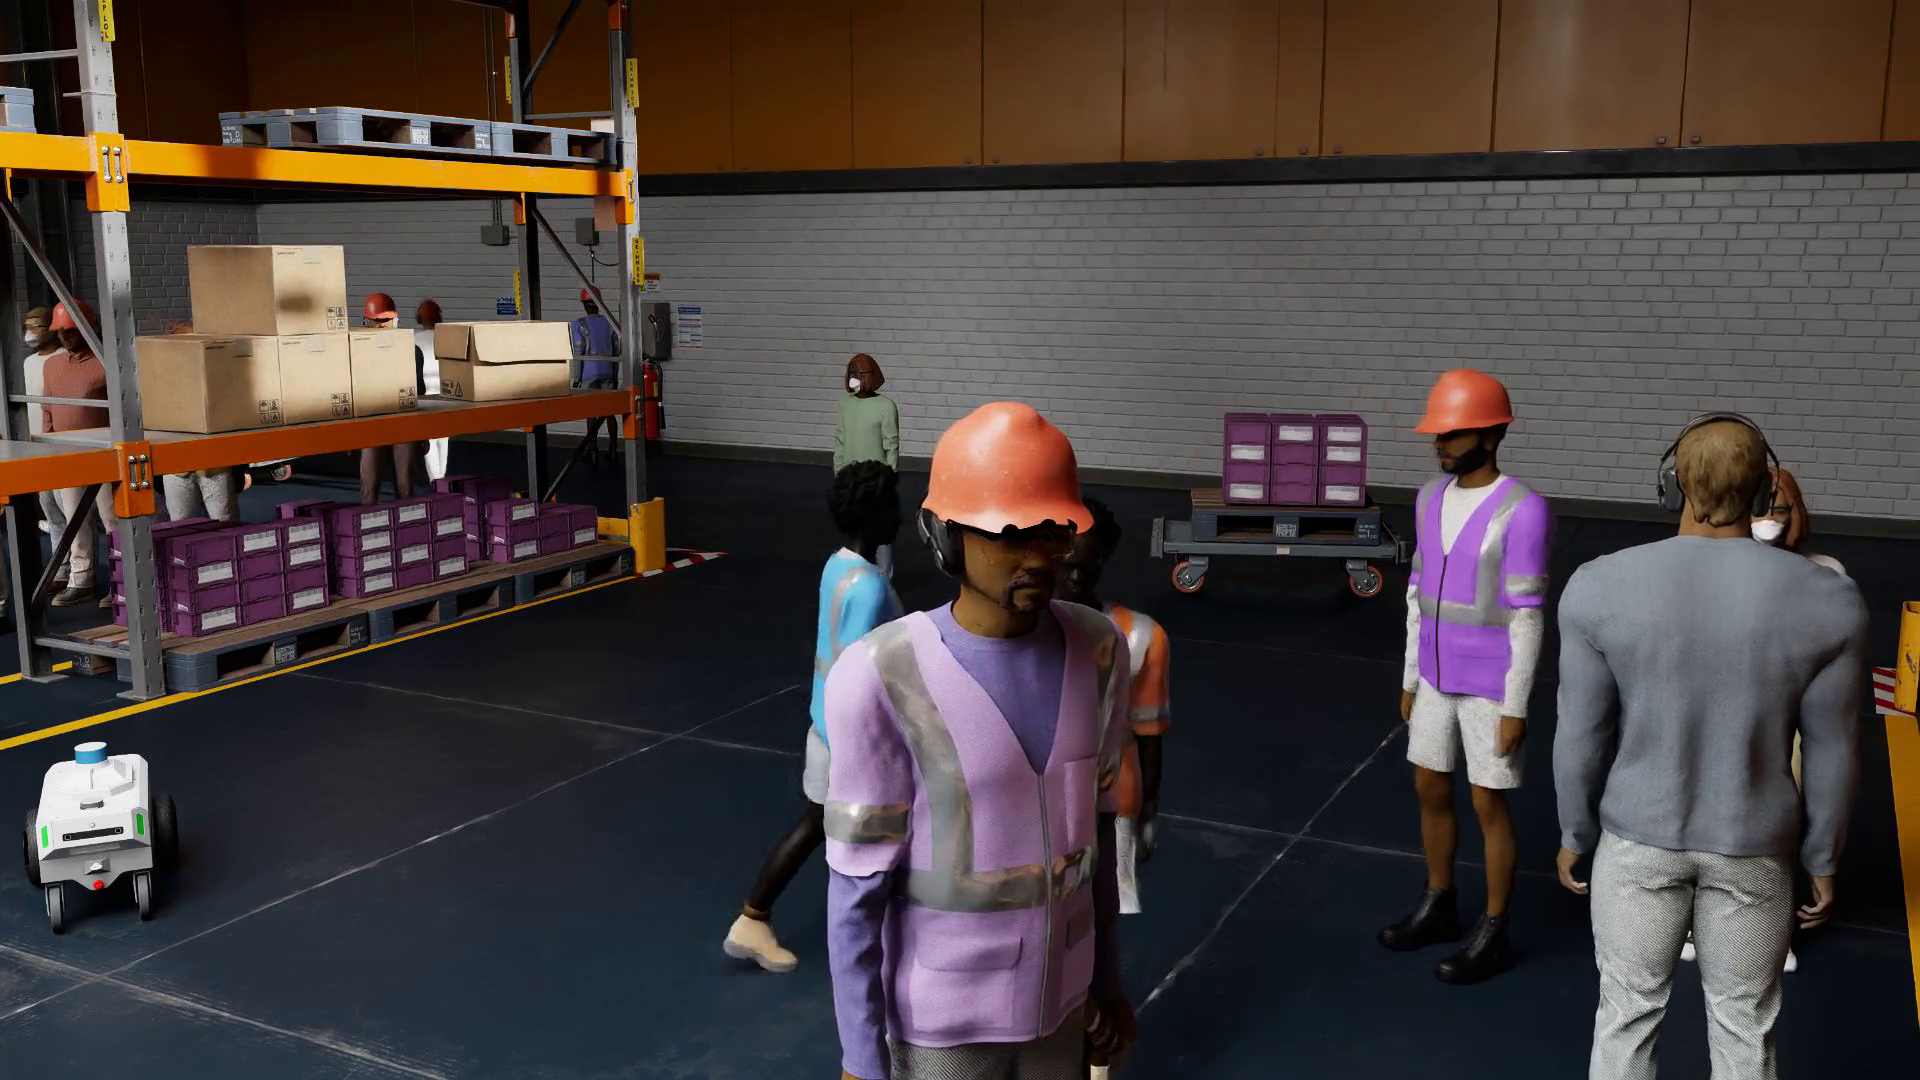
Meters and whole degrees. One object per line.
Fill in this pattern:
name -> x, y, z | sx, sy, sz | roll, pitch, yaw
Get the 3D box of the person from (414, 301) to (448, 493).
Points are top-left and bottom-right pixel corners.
person -> -4.997, -1.337, 15.734 | 0.591, 1.835, 0.970 | -4, 11, -23

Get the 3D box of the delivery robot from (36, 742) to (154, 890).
delivery robot -> -3.044, 0.957, 5.862 | 0.477, 0.478, 0.707 | -5, 11, -25

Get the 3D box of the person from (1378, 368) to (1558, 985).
person -> 1.585, 0.426, 5.231 | 0.374, 1.933, 0.547 | -5, 11, -27

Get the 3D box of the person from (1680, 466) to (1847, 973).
person -> 2.508, 0.568, 5.292 | 0.492, 1.626, 0.284 | 3, 10, 18

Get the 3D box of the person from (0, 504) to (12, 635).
person -> -5.923, -0.318, 9.853 | 0.594, 1.820, 0.403 | 0, 10, 2

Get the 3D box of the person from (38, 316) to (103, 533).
person -> -7.079, -0.951, 13.626 | 0.990, 1.784, 0.635 | -7, 12, -36

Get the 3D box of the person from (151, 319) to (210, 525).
person -> -5.242, -0.587, 11.378 | 0.687, 1.836, 1.032 | 5, 11, 28

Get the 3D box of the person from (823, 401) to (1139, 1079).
person -> 0.068, 0.781, 2.846 | 0.613, 2.041, 0.391 | -7, 12, -35

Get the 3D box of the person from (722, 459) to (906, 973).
person -> -0.355, 0.570, 5.182 | 0.851, 1.660, 0.539 | -2, 10, -13

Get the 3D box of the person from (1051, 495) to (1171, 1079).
person -> 0.291, 0.691, 4.430 | 0.534, 1.671, 0.700 | 2, 10, 9

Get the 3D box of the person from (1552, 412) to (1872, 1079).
person -> 1.647, 0.681, 3.733 | 0.631, 1.939, 0.372 | 4, 10, 21

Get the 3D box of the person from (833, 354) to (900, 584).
person -> -0.620, -0.394, 10.832 | 0.506, 1.633, 0.279 | 7, 12, 34

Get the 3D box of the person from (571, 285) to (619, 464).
person -> -3.968, -1.795, 18.073 | 0.549, 1.934, 0.374 | -8, 13, -38

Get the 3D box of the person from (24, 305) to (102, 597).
person -> -5.931, -0.561, 10.918 | 0.635, 1.939, 0.366 | 6, 12, 32

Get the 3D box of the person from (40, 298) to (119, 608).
person -> -5.623, -0.552, 10.706 | 0.611, 1.994, 0.379 | 2, 10, 9

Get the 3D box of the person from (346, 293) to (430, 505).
person -> -4.169, -0.793, 12.100 | 0.623, 1.992, 0.397 | -6, 12, -32

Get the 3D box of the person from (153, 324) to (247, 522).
person -> -4.878, -0.459, 10.657 | 0.622, 1.835, 0.430 | -1, 10, -4
